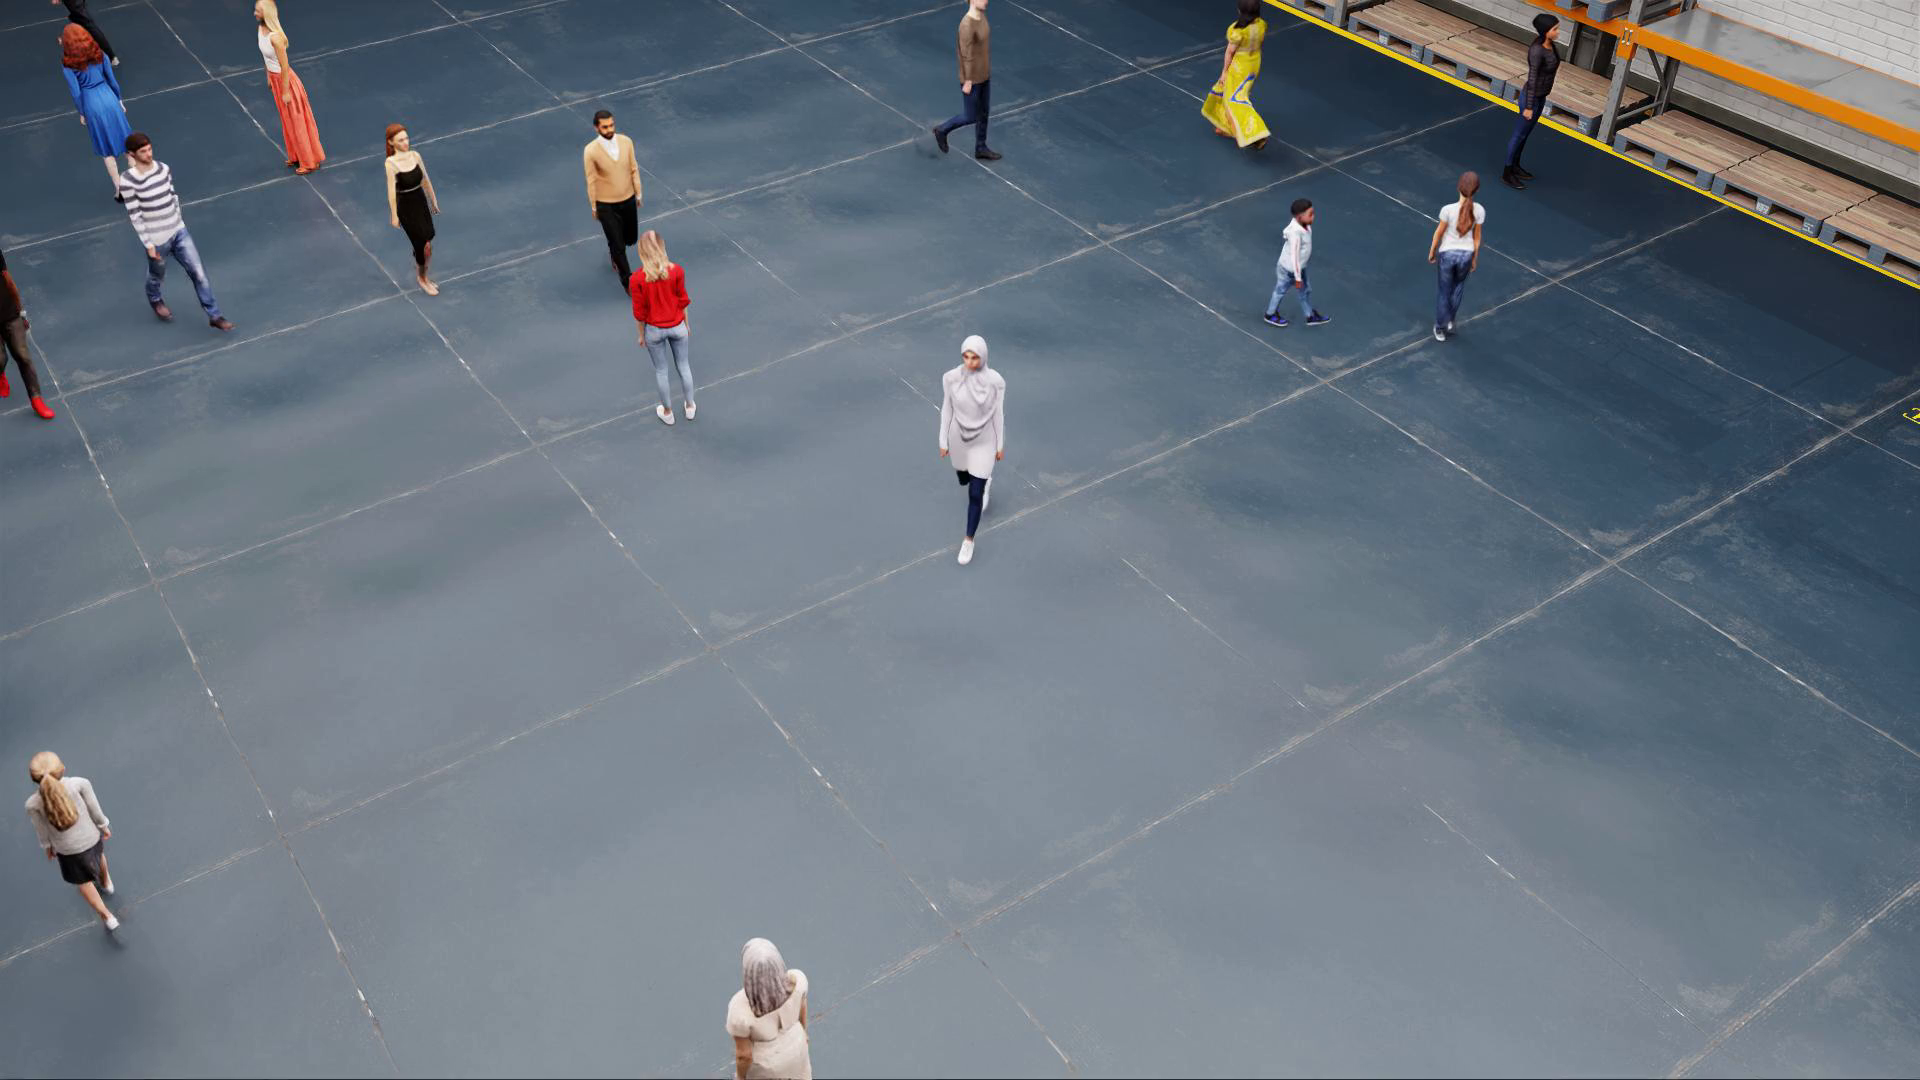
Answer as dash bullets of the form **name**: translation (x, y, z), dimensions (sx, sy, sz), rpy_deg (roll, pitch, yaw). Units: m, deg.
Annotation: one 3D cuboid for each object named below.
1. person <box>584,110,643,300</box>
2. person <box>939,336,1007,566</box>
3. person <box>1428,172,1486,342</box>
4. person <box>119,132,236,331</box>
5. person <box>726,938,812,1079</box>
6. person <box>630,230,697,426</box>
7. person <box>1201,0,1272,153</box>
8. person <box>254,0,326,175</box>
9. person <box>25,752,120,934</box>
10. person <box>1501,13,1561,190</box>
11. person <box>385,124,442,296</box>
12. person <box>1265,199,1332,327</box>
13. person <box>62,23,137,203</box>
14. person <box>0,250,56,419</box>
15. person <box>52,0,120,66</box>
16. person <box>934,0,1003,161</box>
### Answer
- **person**: translation (-3.144, -3.079, 15.062), dimensions (0.659, 1.735, 1.026), rpy_deg (-25, 45, -28)
- **person**: translation (0.115, -0.737, 12.121), dimensions (1.097, 1.746, 1.102), rpy_deg (10, 40, 12)
- **person**: translation (4.296, -2.421, 14.382), dimensions (0.676, 1.555, 0.732), rpy_deg (3, 39, 4)
- **person**: translation (-7.010, -2.670, 14.493), dimensions (1.285, 1.806, 0.922), rpy_deg (24, 45, 27)
- **person**: translation (-0.892, 2.520, 8.051), dimensions (0.616, 1.734, 0.579), rpy_deg (-28, 46, -31)
- **person**: translation (-2.371, -1.695, 13.351), dimensions (0.661, 1.707, 0.594), rpy_deg (-14, 41, -17)
- **person**: translation (2.999, -4.843, 17.356), dimensions (0.800, 1.629, 1.282), rpy_deg (-28, 46, -30)
- **person**: translation (-6.876, -4.633, 16.954), dimensions (0.693, 1.802, 0.527), rpy_deg (-27, 46, -30)
- **person**: translation (-5.010, 1.716, 9.441), dimensions (0.559, 1.257, 0.850), rpy_deg (-28, 46, -30)
- **person**: translation (5.757, -4.432, 16.748), dimensions (0.677, 1.746, 0.688), rpy_deg (24, 45, 27)
- **person**: translation (-5.019, -3.010, 15.072), dimensions (0.747, 1.614, 0.713), rpy_deg (19, 42, 22)
- **person**: translation (2.883, -2.438, 14.658), dimensions (0.871, 1.237, 0.708), rpy_deg (18, 42, 21)
- **person**: translation (-8.446, -4.198, 16.386), dimensions (0.649, 1.830, 0.617), rpy_deg (-32, 48, -33)
- **person**: translation (-7.843, -1.817, 13.437), dimensions (0.970, 1.792, 0.769), rpy_deg (30, 47, 32)
- **person**: translation (-10.111, -6.264, 19.064), dimensions (1.208, 1.718, 1.048), rpy_deg (13, 40, 15)
- **person**: translation (0.078, -4.788, 17.091), dimensions (1.077, 1.873, 0.967), rpy_deg (12, 40, 14)
